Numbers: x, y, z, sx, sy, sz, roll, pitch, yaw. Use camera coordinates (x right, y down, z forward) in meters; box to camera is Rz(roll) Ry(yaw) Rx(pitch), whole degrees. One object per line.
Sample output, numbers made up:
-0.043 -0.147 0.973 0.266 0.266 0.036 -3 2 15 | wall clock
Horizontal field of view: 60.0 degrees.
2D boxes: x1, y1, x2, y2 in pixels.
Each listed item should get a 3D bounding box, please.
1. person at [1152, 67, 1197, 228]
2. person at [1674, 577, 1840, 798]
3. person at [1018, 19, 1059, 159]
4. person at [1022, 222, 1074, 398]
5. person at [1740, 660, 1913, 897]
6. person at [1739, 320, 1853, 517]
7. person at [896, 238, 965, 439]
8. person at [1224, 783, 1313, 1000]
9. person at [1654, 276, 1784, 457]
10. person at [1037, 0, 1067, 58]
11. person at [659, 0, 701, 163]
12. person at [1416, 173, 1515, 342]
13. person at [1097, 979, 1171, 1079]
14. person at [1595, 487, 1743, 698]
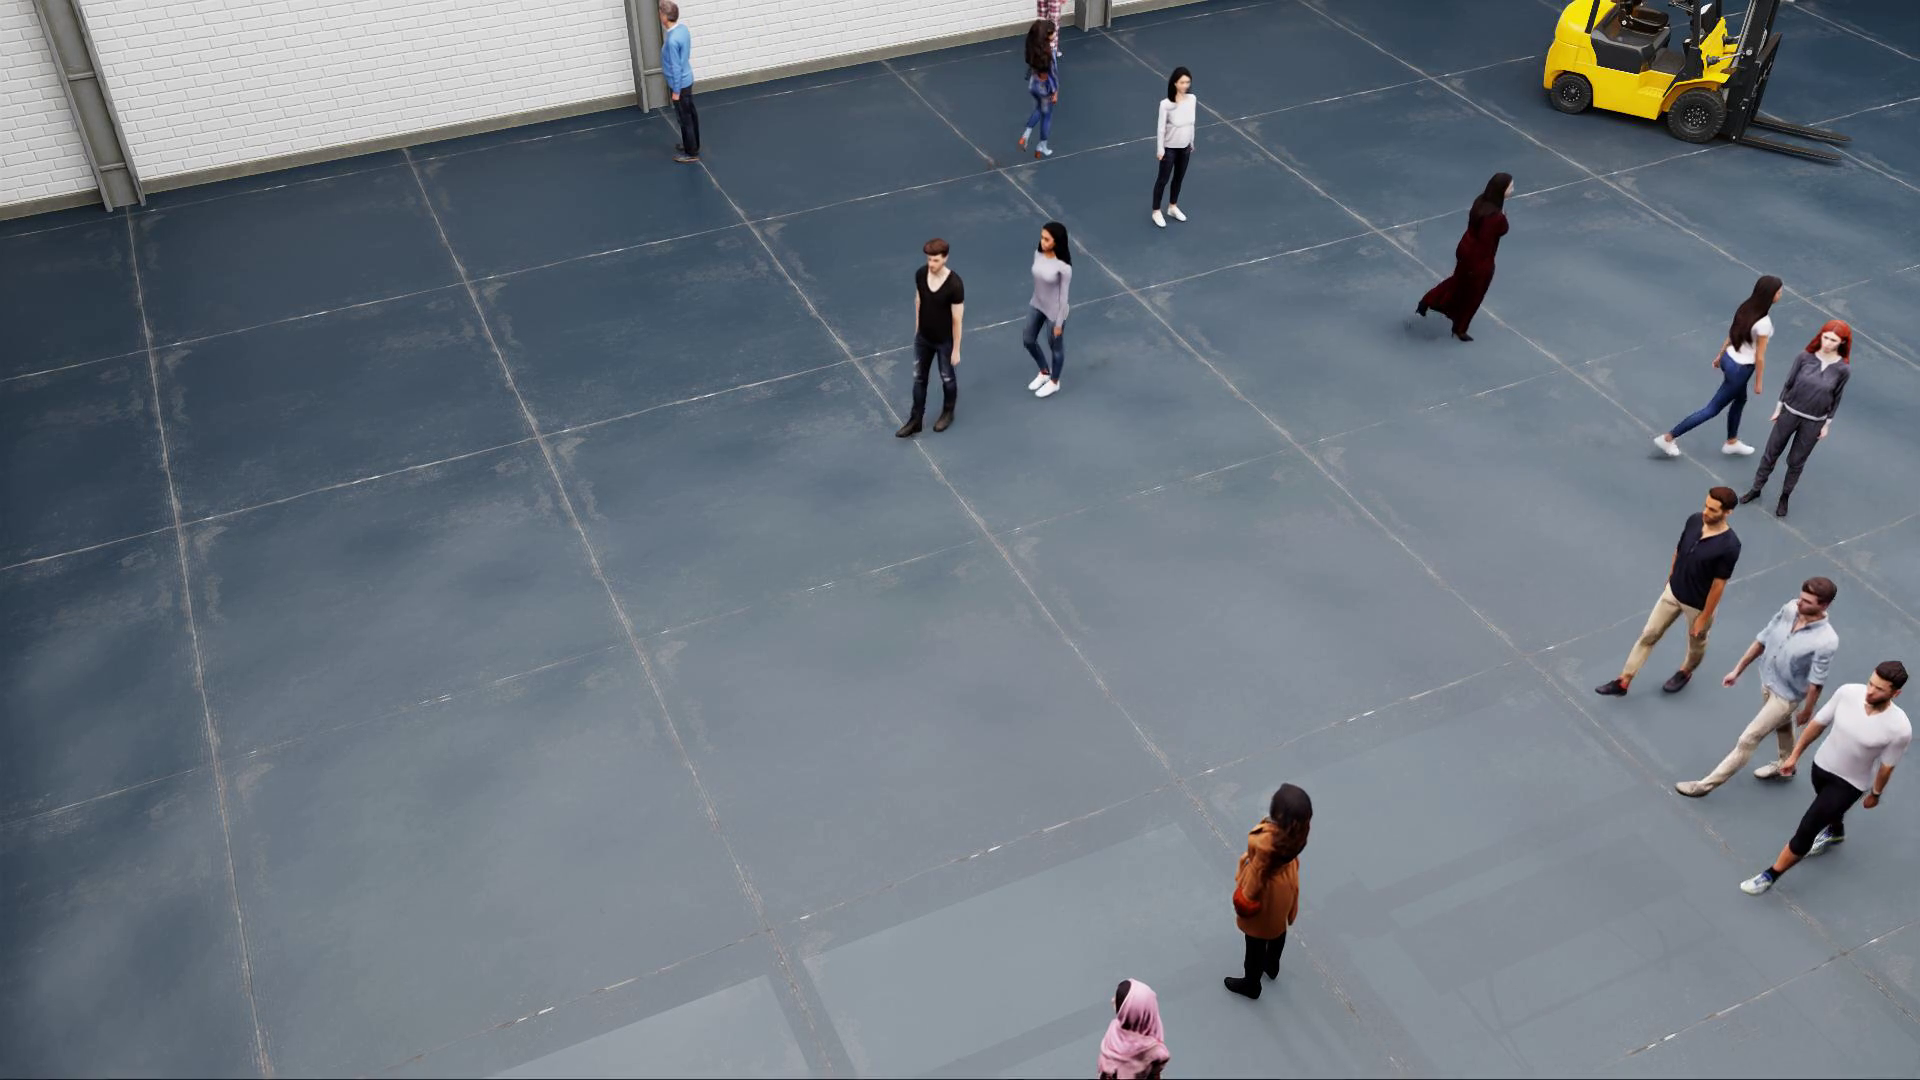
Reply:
2.244 -4.118 17.340 0.511 1.700 0.702 -21 43 -25 | person
5.468 0.963 10.900 1.277 1.797 0.888 -6 39 -7 | person
0.858 -4.996 18.512 0.744 1.610 0.696 -26 45 -28 | person
0.868 -2.056 14.739 0.666 1.724 0.690 -28 46 -30 | person
5.523 1.412 10.331 1.216 1.806 0.655 -16 41 -19 | person
6.774 -0.991 13.362 0.655 1.779 0.648 26 45 29 | person
-0.138 -1.786 14.275 0.959 1.881 1.047 23 44 26 | person
1.794 2.025 9.637 0.819 1.715 0.668 30 48 32 | person
6.384 -1.402 13.912 1.210 1.735 0.975 3 39 4 | person
1.121 -6.914 20.839 0.691 1.703 0.654 28 47 31 | person
-3.102 -5.115 18.499 0.732 1.813 0.735 3 39 3 | person
4.712 -2.621 15.437 1.019 1.736 0.923 0 39 0 | person
0.898 2.850 8.670 0.792 1.631 0.770 6 39 8 | person
5.181 0.376 11.615 1.059 1.823 0.690 -19 42 -22 | person
